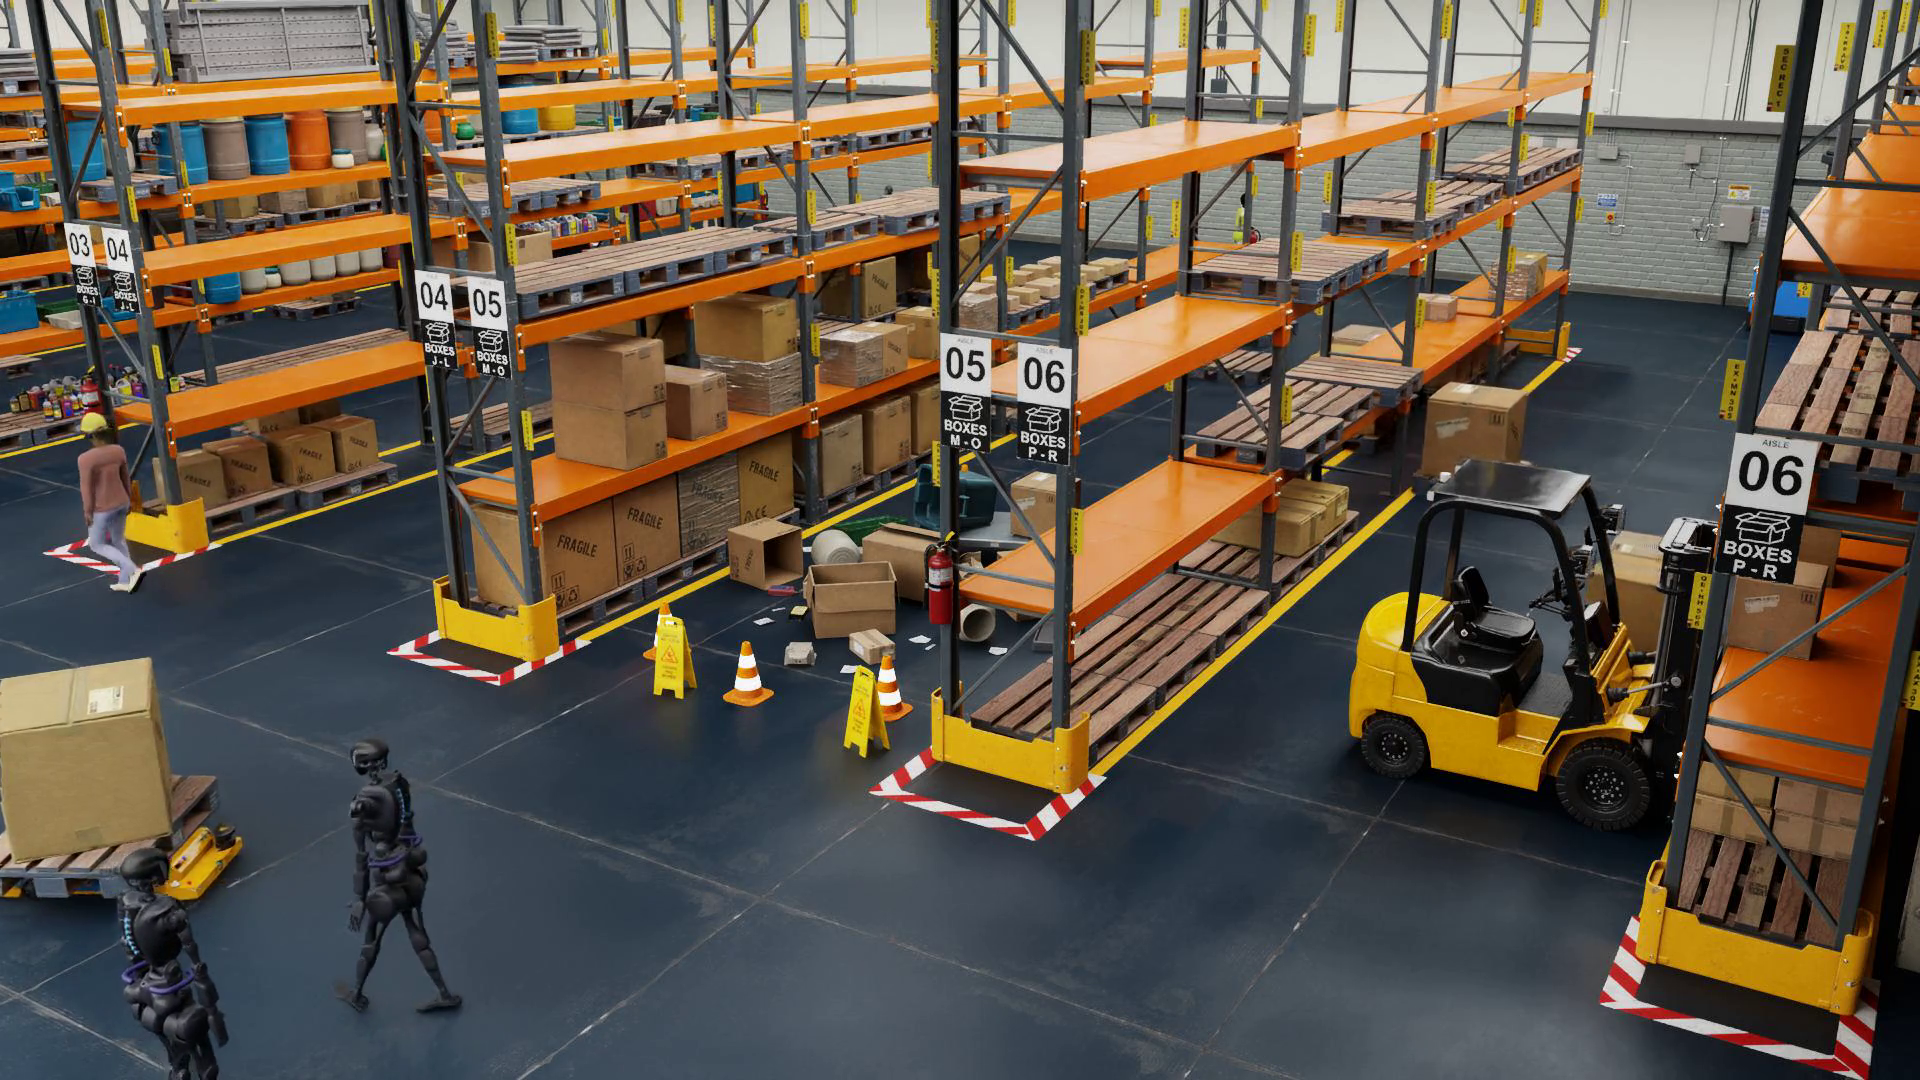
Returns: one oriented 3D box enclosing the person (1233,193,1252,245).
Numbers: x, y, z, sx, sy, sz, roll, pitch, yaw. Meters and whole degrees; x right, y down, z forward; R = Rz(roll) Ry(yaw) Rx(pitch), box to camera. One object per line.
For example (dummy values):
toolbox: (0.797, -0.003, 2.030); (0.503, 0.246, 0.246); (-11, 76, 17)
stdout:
person: (5.142, -5.479, 30.284); (0.319, 1.687, 0.537); (-2, 19, -6)

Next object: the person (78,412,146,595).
person: (-7.768, -0.313, 15.247); (0.476, 1.748, 0.532); (6, 20, 17)

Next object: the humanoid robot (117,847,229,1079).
humanoid robot: (-3.814, 2.210, 8.048); (0.590, 1.648, 0.351); (9, 21, 25)

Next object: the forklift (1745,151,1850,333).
forklift: (13.620, -4.667, 26.137); (1.873, 2.768, 1.129); (11, 22, 29)

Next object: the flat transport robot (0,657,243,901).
flat transport robot: (-5.456, 2.061, 10.655); (1.431, 0.231, 0.659); (0, 19, 1)

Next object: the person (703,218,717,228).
person: (-5.242, -7.061, 34.860); (0.492, 1.688, 0.348); (-5, 20, -15)

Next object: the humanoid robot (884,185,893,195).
humanoid robot: (-1.350, -5.939, 31.686); (0.608, 1.638, 0.706); (-10, 21, -26)

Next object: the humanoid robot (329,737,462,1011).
humanoid robot: (-3.172, 1.849, 9.161); (0.743, 1.629, 0.601); (4, 19, 11)

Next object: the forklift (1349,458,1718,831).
forklift: (3.988, 0.658, 11.776); (2.313, 2.155, 1.214); (11, 22, 29)
